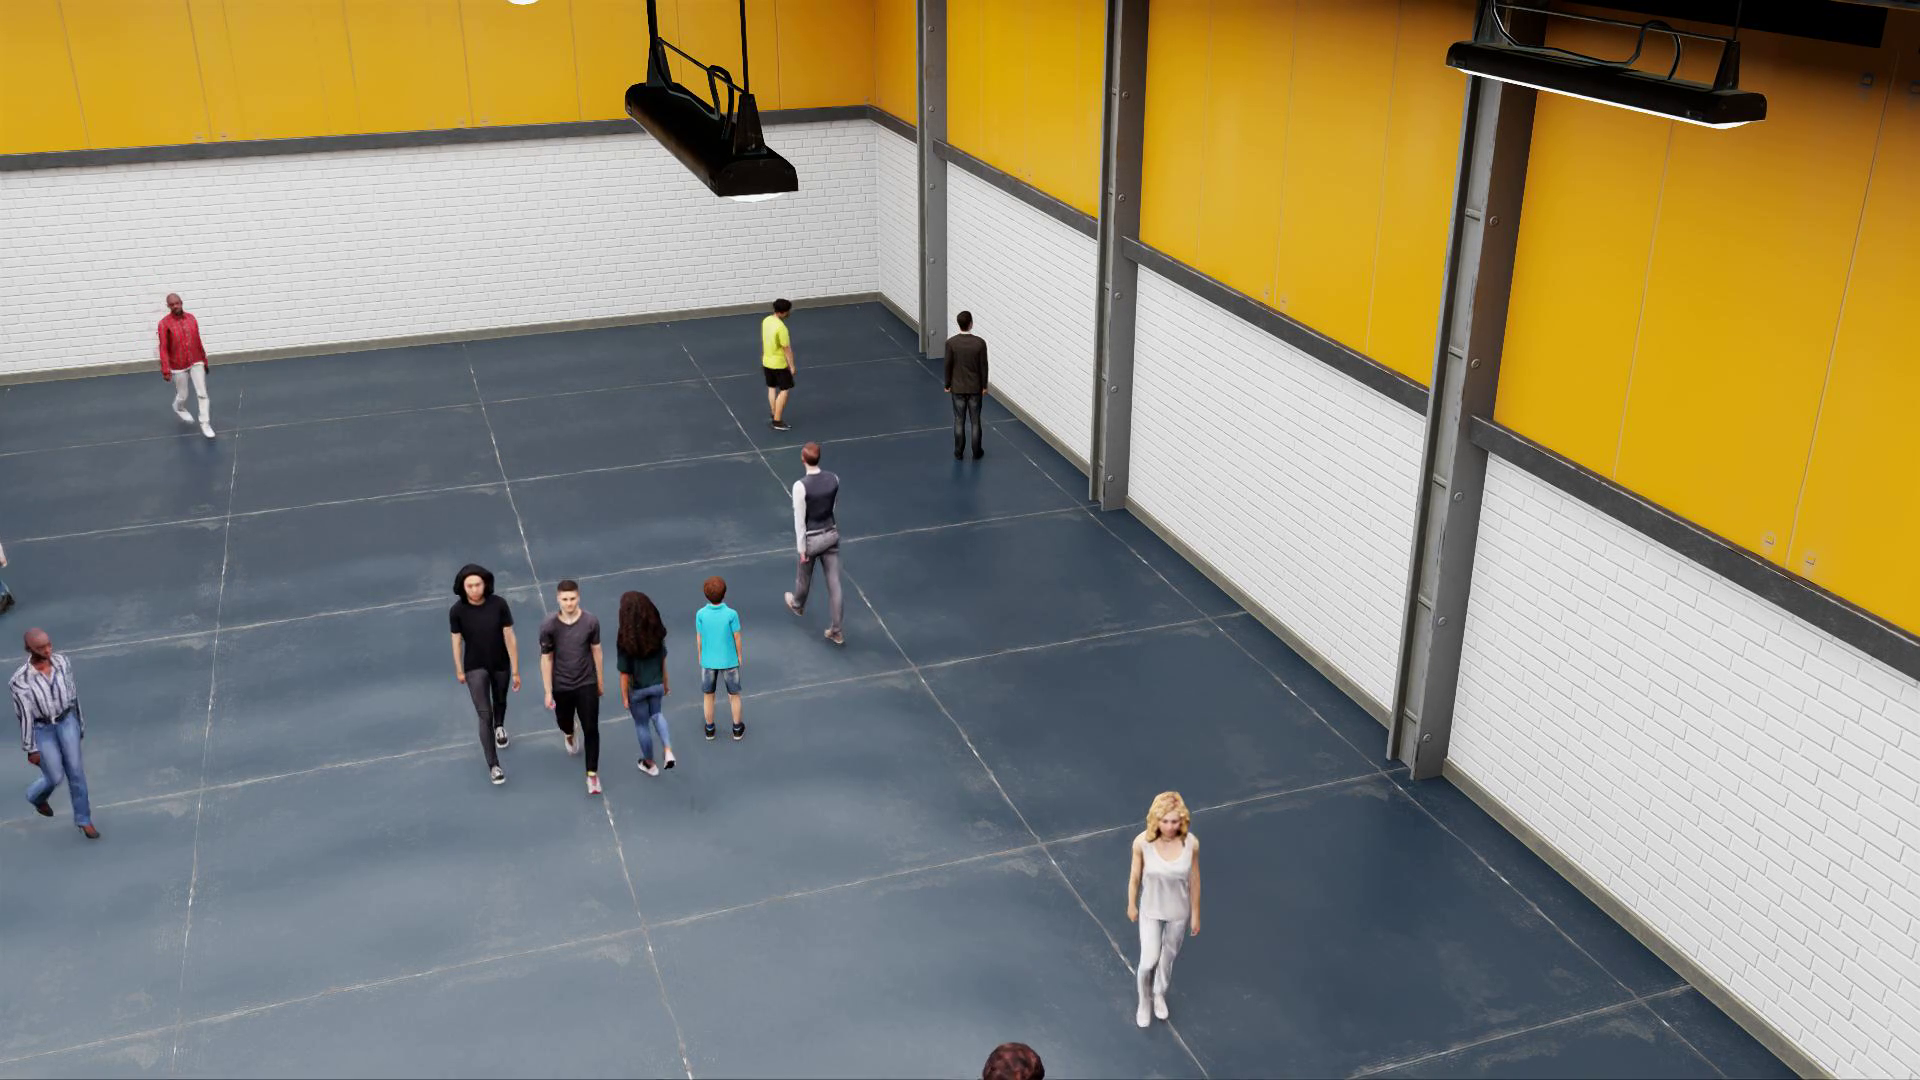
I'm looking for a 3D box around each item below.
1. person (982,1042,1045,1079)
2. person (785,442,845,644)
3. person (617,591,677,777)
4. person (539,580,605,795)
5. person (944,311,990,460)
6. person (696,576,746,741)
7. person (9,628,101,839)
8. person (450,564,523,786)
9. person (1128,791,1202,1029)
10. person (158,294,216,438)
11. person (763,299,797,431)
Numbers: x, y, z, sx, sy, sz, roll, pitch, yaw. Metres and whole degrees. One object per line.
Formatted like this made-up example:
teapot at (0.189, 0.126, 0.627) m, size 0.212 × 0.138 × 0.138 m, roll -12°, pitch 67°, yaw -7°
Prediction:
person at (0.157, 3.192, 8.274) m, size 0.641 × 1.779 × 0.684 m, roll -17°, pitch 29°, yaw -35°
person at (-1.249, 0.049, 15.322) m, size 0.815 × 1.893 × 1.251 m, roll -14°, pitch 27°, yaw -28°
person at (-2.442, 1.177, 13.101) m, size 0.713 × 1.604 × 0.797 m, roll -18°, pitch 29°, yaw -36°
person at (-3.038, 1.098, 13.111) m, size 0.691 × 1.741 × 1.046 m, roll -6°, pitch 24°, yaw -14°
person at (0.081, -1.837, 19.751) m, size 0.755 × 1.801 × 0.706 m, roll 2°, pitch 24°, yaw 4°
person at (-1.990, 0.974, 13.761) m, size 0.575 × 1.447 × 0.575 m, roll 0°, pitch 24°, yaw 1°
person at (-6.766, 1.438, 12.304) m, size 0.981 × 1.766 × 0.906 m, roll 11°, pitch 26°, yaw 23°
person at (-3.790, 0.969, 13.342) m, size 0.679 × 1.793 × 1.165 m, roll -10°, pitch 26°, yaw -22°
person at (1.294, 2.271, 10.533) m, size 0.664 × 1.657 × 0.674 m, roll -1°, pitch 24°, yaw -3°
person at (-9.609, -2.190, 20.576) m, size 1.008 × 1.786 × 1.250 m, roll -21°, pitch 31°, yaw -40°
person at (-2.310, -2.237, 20.825) m, size 0.783 × 1.675 × 0.942 m, roll 14°, pitch 27°, yaw 28°
